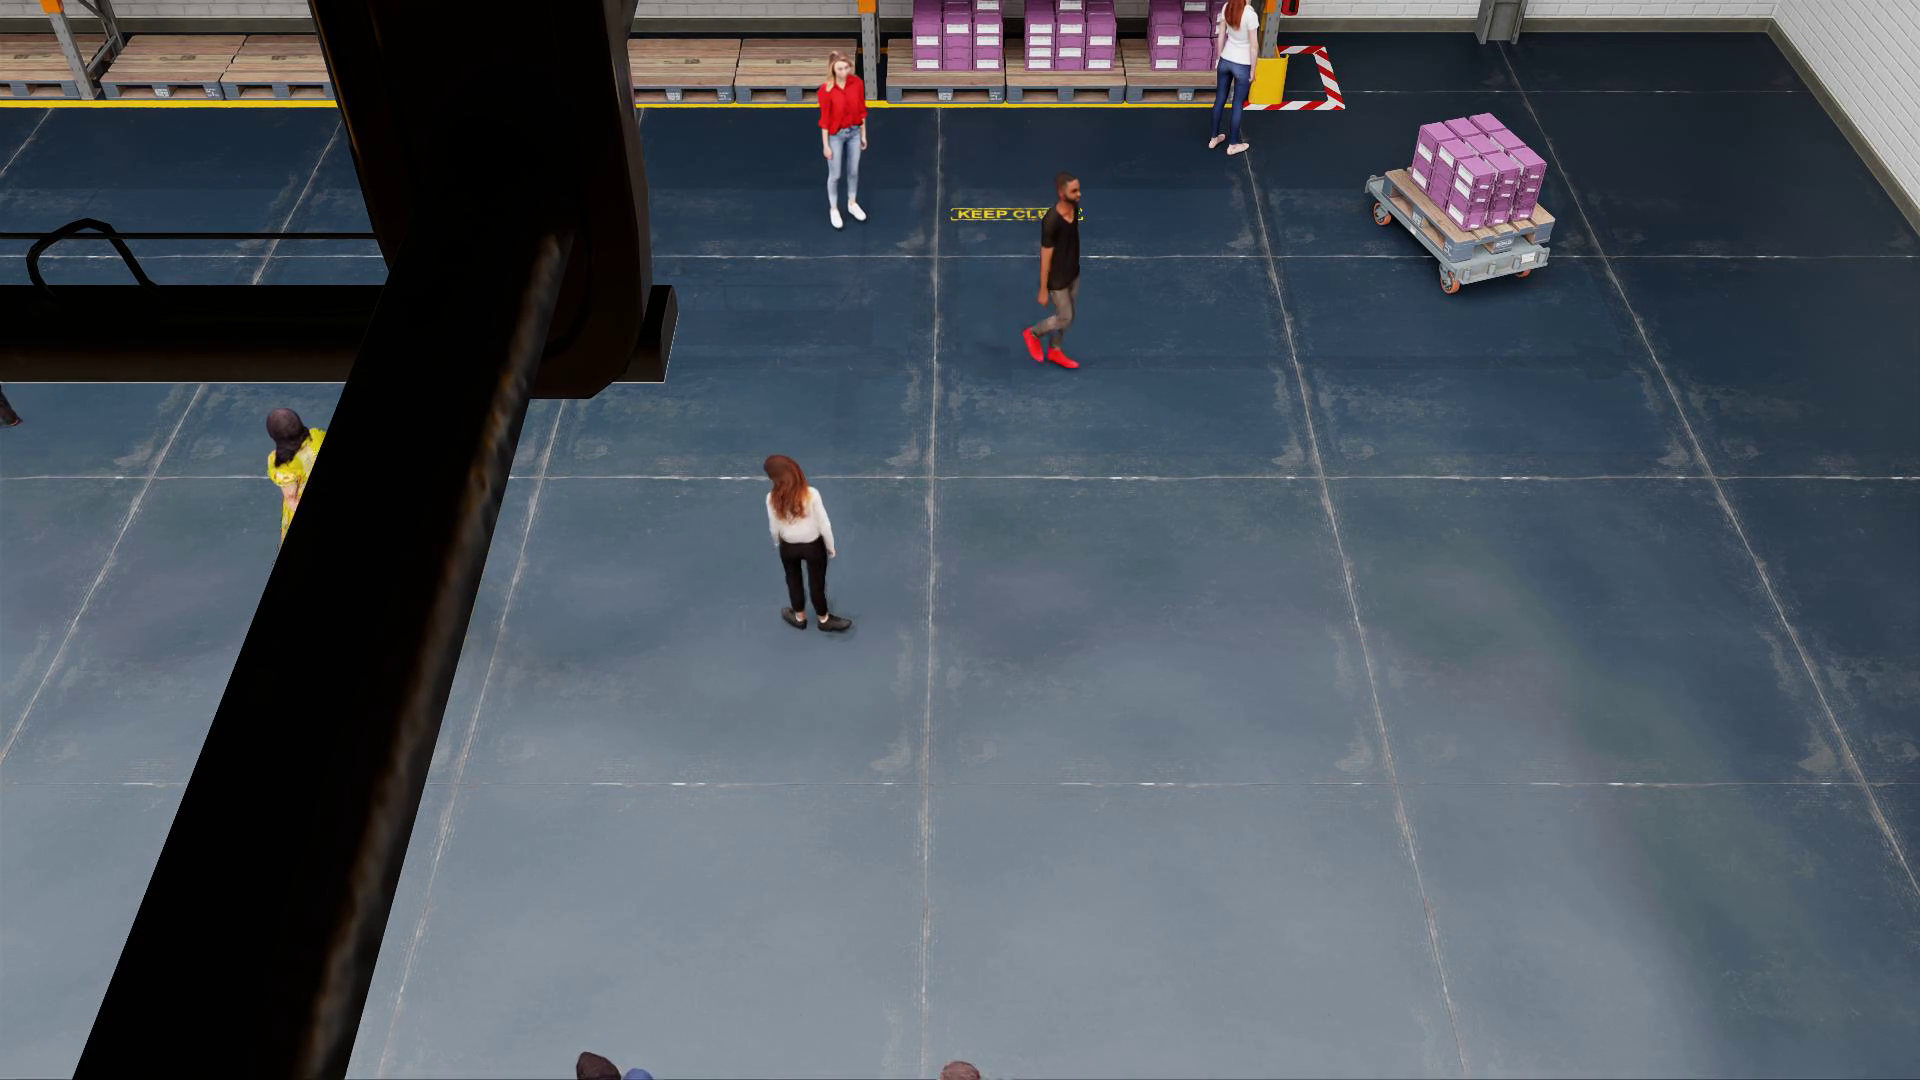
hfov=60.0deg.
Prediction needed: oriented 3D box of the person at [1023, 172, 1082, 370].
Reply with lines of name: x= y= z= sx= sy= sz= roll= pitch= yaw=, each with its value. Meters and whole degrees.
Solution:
person: x=0.717 y=-2.134 z=13.206 sx=0.885 sy=1.793 sz=0.833 roll=24 pitch=48 yaw=23

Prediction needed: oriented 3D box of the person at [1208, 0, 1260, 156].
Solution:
person: x=2.595 y=-4.489 z=15.718 sx=0.649 sy=1.737 sz=0.716 roll=32 pitch=52 yaw=29

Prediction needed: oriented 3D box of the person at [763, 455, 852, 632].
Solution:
person: x=-1.015 y=0.057 z=11.146 sx=0.429 sy=1.462 sz=0.742 roll=11 pitch=45 yaw=11

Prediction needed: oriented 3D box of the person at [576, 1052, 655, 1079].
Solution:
person: x=-1.525 y=2.947 z=7.836 sx=0.694 sy=1.843 sz=0.701 roll=17 pitch=46 yaw=17

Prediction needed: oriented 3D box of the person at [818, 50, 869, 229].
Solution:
person: x=-1.038 y=-3.588 z=14.800 sx=0.643 sy=1.699 sz=0.763 roll=-21 pitch=48 yaw=-21
